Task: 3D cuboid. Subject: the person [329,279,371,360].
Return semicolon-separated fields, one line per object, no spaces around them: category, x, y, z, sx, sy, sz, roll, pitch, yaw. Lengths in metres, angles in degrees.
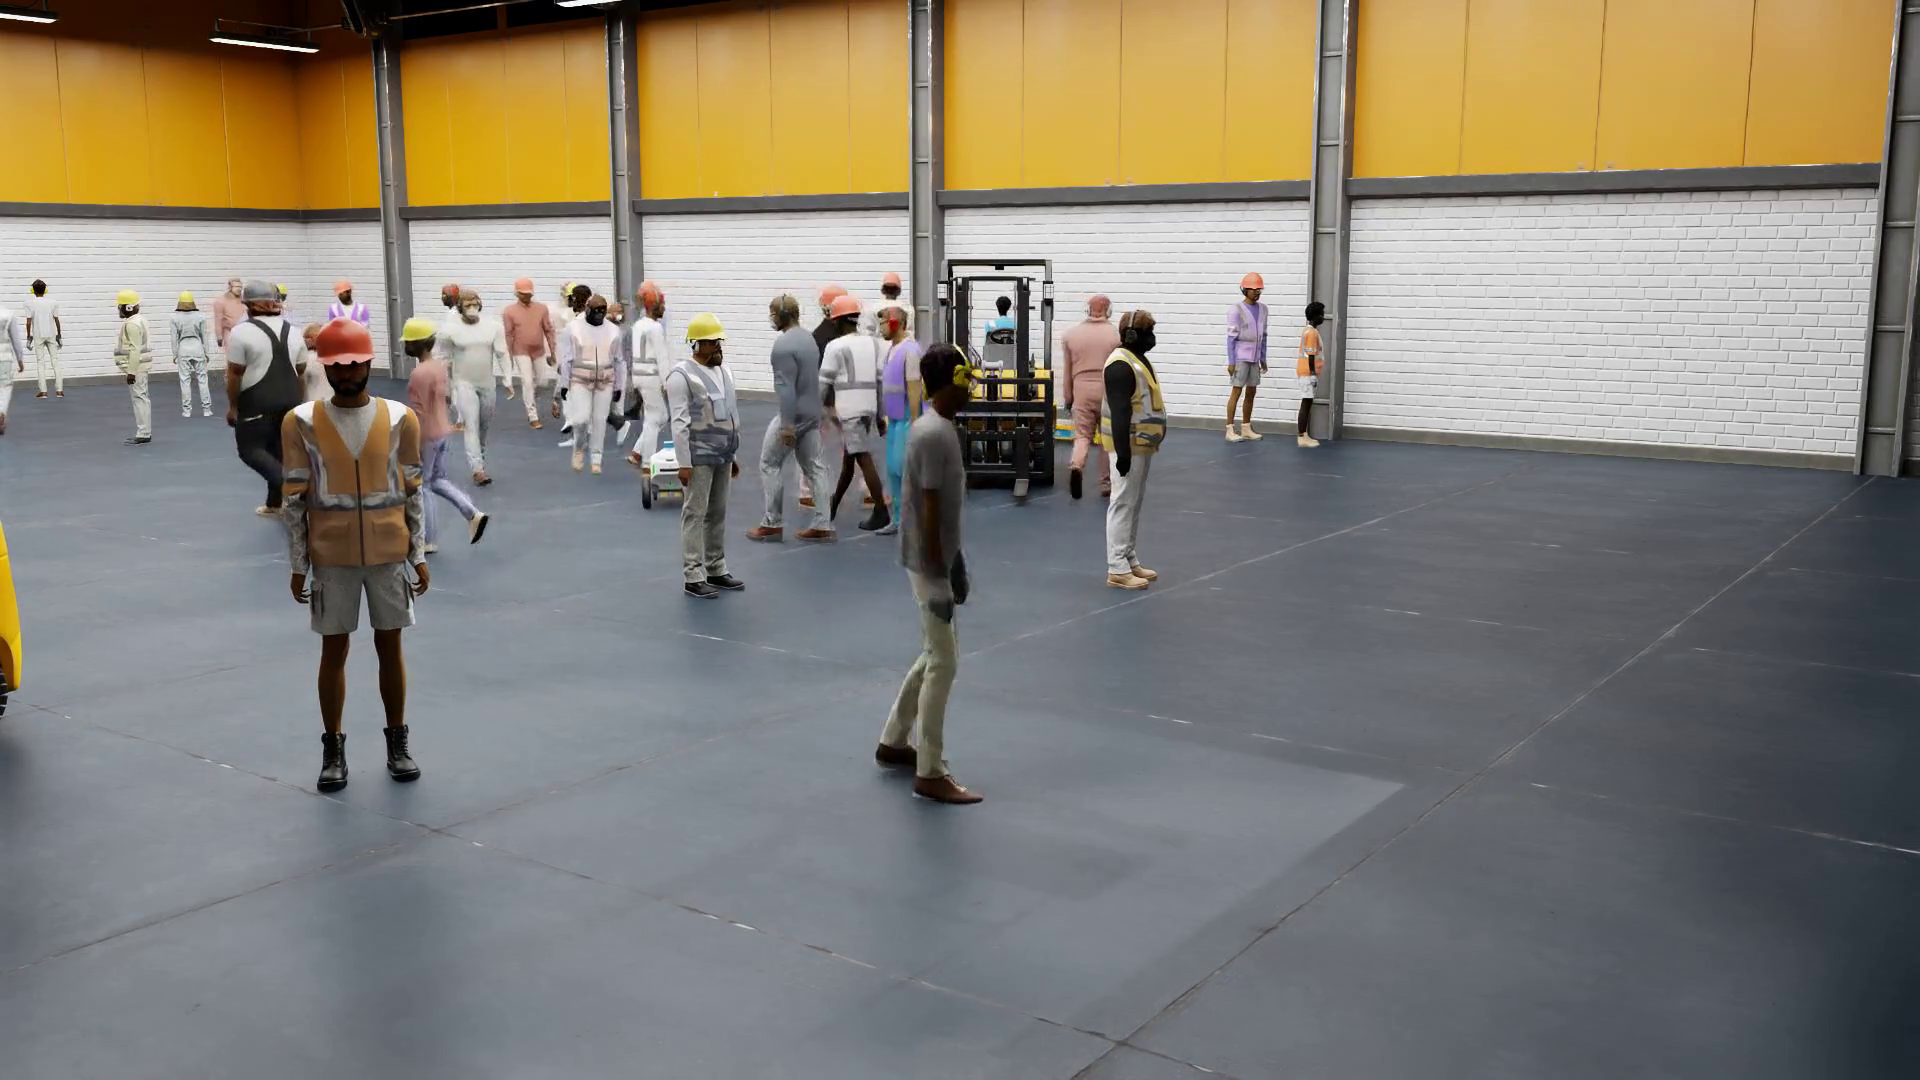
person;-8.580;-2.719;23.431;0.556;1.914;0.510;-2;10;-14

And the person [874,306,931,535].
person;-0.389;-0.941;13.137;0.581;1.812;0.591;-3;10;-20

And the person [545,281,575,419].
person;-5.248;-2.521;22.322;0.664;1.887;0.464;-9;13;-42

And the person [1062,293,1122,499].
person;1.230;-1.294;15.062;0.657;1.877;0.771;3;10;17

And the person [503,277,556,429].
person;-5.602;-2.429;21.564;0.660;1.959;0.720;-6;11;-32

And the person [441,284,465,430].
person;-6.449;-2.318;21.201;0.426;1.871;0.578;-1;10;-7

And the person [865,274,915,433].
person;-0.894;-2.352;21.049;0.643;1.988;0.861;-1;10;-4

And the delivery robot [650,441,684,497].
delivery robot;-2.578;-0.633;14.772;0.477;0.478;0.707;-2;10;-10

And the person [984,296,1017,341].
person;0.587;-2.440;22.426;0.541;1.697;0.317;-2;10;-11

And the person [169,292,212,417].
person;-10.705;-2.581;23.145;0.483;1.735;0.314;-4;11;-25

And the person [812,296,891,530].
person;-0.903;-1.030;13.495;1.009;1.868;0.573;8;13;41

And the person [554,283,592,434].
person;-4.770;-2.261;20.805;0.603;1.886;0.595;-7;12;-35

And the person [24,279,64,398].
person;-14.517;-3.188;26.357;0.518;1.874;0.327;-7;12;-38

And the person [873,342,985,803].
person;-0.135;0.130;6.732;0.416;1.845;0.603;1;10;3

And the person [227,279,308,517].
person;-5.718;-1.167;13.812;0.732;2.000;0.686;5;11;27

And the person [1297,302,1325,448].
person;4.079;-1.922;19.354;0.317;1.693;0.535;2;10;11

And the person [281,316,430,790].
person;-2.465;0.057;6.827;0.553;1.935;0.364;-4;10;-24

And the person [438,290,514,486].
person;-4.738;-1.490;16.245;0.632;1.886;1.054;-6;11;-31

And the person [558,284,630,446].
person;-4.266;-2.010;19.280;0.791;1.897;0.595;0;10;-2

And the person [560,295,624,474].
person;-3.711;-1.566;16.845;0.643;1.823;0.435;-5;11;-26

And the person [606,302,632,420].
person;-4.614;-2.348;22.089;0.519;1.614;0.486;-7;12;-37

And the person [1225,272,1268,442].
person;3.447;-2.174;19.879;0.624;2.030;0.449;-7;12;-37

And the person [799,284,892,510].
person;-0.994;-1.202;14.273;0.973;1.947;0.642;3;10;17

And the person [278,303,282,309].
person;-9.875;-2.668;24.105;0.523;1.581;0.895;-4;10;-24

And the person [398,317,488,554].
person;-3.859;-0.758;12.213;0.578;1.749;0.540;0;10;3

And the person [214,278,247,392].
person;-11.863;-3.351;27.287;0.434;1.886;0.642;7;12;37

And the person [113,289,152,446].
person;-9.695;-2.022;19.517;0.404;1.835;0.590;-4;10;-20

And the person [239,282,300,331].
person;-7.248;-1.747;17.590;0.627;1.934;0.371;-1;10;-5

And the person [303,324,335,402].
person;-5.810;-1.163;15.110;0.853;1.583;0.519;6;11;34

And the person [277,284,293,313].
person;-11.375;-3.398;27.918;0.534;1.767;0.314;3;10;15

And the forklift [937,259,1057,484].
forklift;0.370;-1.738;16.759;1.214;2.155;2.313;1;10;3

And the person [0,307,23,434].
person;-12.122;-2.286;20.856;0.615;1.923;0.885;-3;10;-18

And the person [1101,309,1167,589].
person;1.156;-0.606;11.062;0.429;1.841;0.633;3;10;18

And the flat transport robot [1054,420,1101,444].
flat transport robot;1.291;-1.317;19.966;1.431;0.197;0.652;6;11;30

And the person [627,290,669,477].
person;-3.067;-1.555;16.637;0.412;1.872;0.589;-5;11;-27

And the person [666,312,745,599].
person;-1.624;-0.549;10.750;0.404;1.832;0.598;5;11;27

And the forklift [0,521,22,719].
forklift;-5.296;-0.090;6.943;1.214;2.155;2.313;7;12;35

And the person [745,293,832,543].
person;-1.352;-0.922;12.747;0.827;1.902;0.665;3;10;19

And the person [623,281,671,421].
person;-4.167;-2.534;22.430;0.989;1.890;0.565;2;10;12
